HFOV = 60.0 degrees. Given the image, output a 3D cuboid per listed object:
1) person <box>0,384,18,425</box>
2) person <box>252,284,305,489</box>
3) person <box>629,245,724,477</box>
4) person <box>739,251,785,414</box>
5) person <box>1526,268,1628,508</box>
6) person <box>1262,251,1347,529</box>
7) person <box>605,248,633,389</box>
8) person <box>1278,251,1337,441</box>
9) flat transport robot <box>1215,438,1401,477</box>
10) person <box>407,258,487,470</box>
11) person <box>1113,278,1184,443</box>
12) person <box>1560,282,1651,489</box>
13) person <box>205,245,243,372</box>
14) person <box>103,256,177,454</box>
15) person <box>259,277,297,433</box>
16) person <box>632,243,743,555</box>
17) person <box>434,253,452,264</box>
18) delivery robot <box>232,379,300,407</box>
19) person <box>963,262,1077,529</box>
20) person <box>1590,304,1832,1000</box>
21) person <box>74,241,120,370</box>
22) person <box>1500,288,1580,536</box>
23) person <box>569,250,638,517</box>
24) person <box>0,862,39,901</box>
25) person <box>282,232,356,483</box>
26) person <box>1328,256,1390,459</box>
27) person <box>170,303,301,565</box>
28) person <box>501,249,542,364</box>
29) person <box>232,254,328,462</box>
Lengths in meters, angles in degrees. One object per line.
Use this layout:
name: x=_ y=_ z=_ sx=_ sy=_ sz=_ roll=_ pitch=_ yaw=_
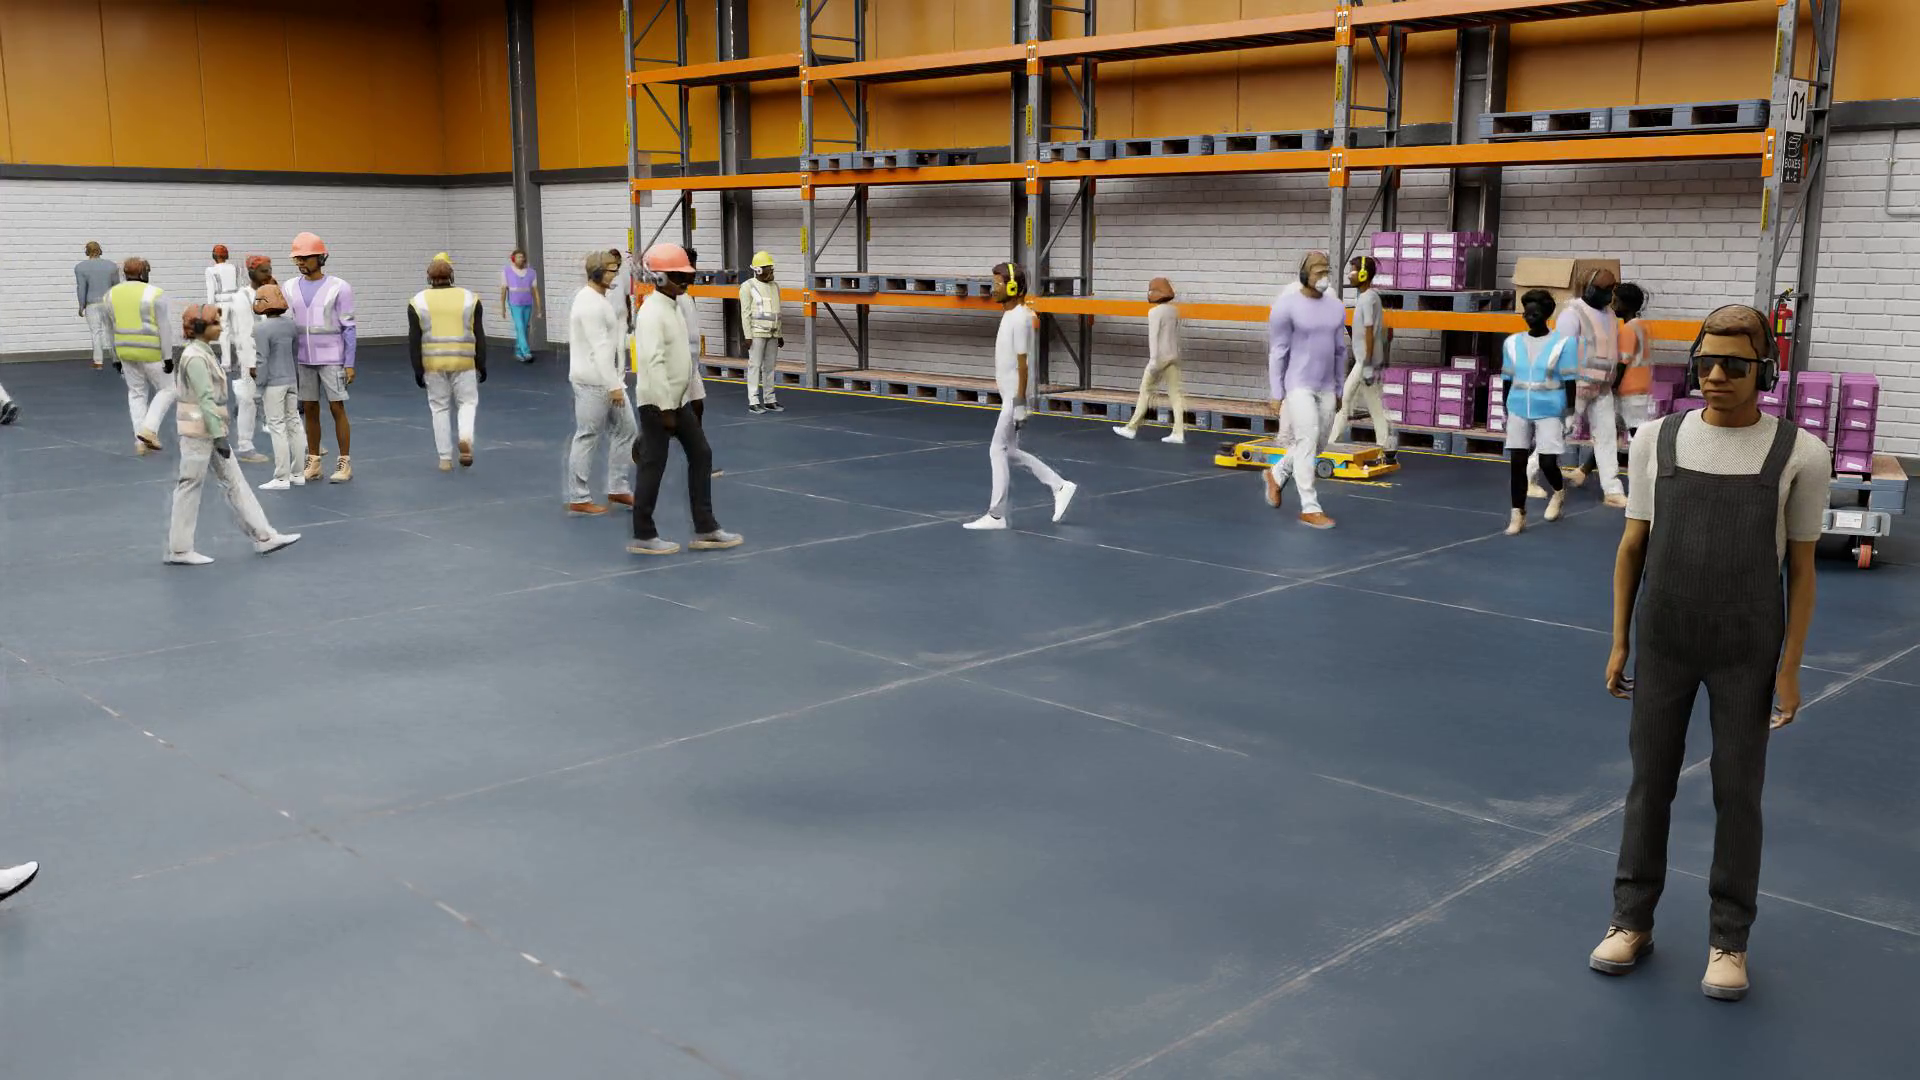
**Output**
person: x=-10.487 y=-2.095 z=17.604 sx=0.795 sy=1.807 sz=0.602 roll=4 pitch=11 yaw=19
person: x=-5.469 y=-1.221 z=13.312 sx=0.279 sy=1.633 sz=0.500 roll=2 pitch=11 yaw=12
person: x=-2.394 y=-1.478 z=13.865 sx=0.731 sy=1.946 sz=0.624 roll=2 pitch=11 yaw=12
person: x=-2.240 y=-2.370 z=19.023 sx=0.404 sy=1.837 sz=0.596 roll=8 pitch=13 yaw=37
person: x=4.685 y=-1.162 z=12.585 sx=0.644 sy=1.790 sz=0.939 roll=-7 pitch=13 yaw=-35
person: x=2.401 y=-1.069 z=11.721 sx=0.629 sy=1.918 sz=0.830 roll=-5 pitch=12 yaw=-27
person: x=-4.606 y=-2.931 z=22.049 sx=0.523 sy=1.855 sz=0.707 roll=-6 pitch=12 yaw=-29
person: x=3.221 y=-1.662 z=15.071 sx=0.830 sy=1.868 sz=0.651 roll=-9 pitch=14 yaw=-40
flat transport robot: x=2.982 y=-0.719 z=14.293 sx=1.431 sy=0.197 sz=0.652 roll=8 pitch=13 yaw=37
person: x=-4.389 y=-1.495 z=14.278 sx=0.644 sy=1.825 sz=0.515 roll=-4 pitch=11 yaw=-20
person: x=1.888 y=-1.757 z=16.308 sx=0.801 sy=1.595 sz=0.528 roll=8 pitch=13 yaw=38
person: x=5.082 y=-1.156 z=12.882 sx=0.875 sy=1.645 sz=0.541 roll=6 pitch=12 yaw=28
person: x=-10.923 y=-3.440 z=24.733 sx=0.362 sy=1.883 sz=0.575 roll=7 pitch=13 yaw=34
person: x=-7.552 y=-1.699 z=15.376 sx=0.645 sy=1.828 sz=0.444 roll=2 pitch=11 yaw=9
person: x=-7.017 y=-1.885 z=16.987 sx=0.504 sy=1.618 sz=0.506 roll=7 pitch=13 yaw=34
person: x=-1.732 y=-0.871 z=10.492 sx=0.819 sy=1.962 sz=0.647 roll=2 pitch=11 yaw=9
person: x=-7.593 y=-3.333 z=24.466 sx=0.330 sy=1.768 sz=0.526 roll=-1 pitch=10 yaw=-4
delivery robot: x=-7.721 y=-1.691 z=18.566 sx=0.707 sy=0.478 sz=0.477 roll=0 pitch=10 yaw=-1
person: x=0.419 y=-0.978 z=11.430 sx=0.725 sy=1.850 sz=0.513 roll=-1 pitch=10 yaw=-5
person: x=1.999 y=0.298 z=4.452 sx=0.507 sy=1.846 sz=0.345 roll=7 pitch=12 yaw=33
person: x=-12.994 y=-3.536 z=25.119 sx=0.627 sy=1.934 sz=0.370 roll=-10 pitch=14 yaw=-43
person: x=3.951 y=-0.874 z=11.303 sx=0.552 sy=1.673 sz=0.560 roll=8 pitch=13 yaw=39
person: x=-2.527 y=-1.113 z=11.972 sx=0.718 sy=1.915 sz=0.634 roll=0 pitch=10 yaw=-2
person: x=-3.159 y=0.284 z=4.509 sx=1.008 sy=1.857 sz=0.660 roll=-6 pitch=12 yaw=-29
person: x=-5.233 y=-1.471 z=13.558 sx=0.611 sy=2.042 sz=0.394 roll=2 pitch=11 yaw=9
person: x=3.415 y=-1.551 z=14.560 sx=0.888 sy=1.830 sz=0.541 roll=4 pitch=11 yaw=20
person: x=-4.526 y=-0.644 z=10.230 sx=0.810 sy=1.598 sz=0.549 roll=-3 pitch=11 yaw=-16
person: x=-6.910 y=-3.685 z=26.298 sx=0.588 sy=1.790 sz=0.955 roll=-8 pitch=13 yaw=-37
person: x=-6.093 y=-1.592 z=14.753 sx=0.905 sy=1.845 sz=0.608 roll=3 pitch=11 yaw=14
